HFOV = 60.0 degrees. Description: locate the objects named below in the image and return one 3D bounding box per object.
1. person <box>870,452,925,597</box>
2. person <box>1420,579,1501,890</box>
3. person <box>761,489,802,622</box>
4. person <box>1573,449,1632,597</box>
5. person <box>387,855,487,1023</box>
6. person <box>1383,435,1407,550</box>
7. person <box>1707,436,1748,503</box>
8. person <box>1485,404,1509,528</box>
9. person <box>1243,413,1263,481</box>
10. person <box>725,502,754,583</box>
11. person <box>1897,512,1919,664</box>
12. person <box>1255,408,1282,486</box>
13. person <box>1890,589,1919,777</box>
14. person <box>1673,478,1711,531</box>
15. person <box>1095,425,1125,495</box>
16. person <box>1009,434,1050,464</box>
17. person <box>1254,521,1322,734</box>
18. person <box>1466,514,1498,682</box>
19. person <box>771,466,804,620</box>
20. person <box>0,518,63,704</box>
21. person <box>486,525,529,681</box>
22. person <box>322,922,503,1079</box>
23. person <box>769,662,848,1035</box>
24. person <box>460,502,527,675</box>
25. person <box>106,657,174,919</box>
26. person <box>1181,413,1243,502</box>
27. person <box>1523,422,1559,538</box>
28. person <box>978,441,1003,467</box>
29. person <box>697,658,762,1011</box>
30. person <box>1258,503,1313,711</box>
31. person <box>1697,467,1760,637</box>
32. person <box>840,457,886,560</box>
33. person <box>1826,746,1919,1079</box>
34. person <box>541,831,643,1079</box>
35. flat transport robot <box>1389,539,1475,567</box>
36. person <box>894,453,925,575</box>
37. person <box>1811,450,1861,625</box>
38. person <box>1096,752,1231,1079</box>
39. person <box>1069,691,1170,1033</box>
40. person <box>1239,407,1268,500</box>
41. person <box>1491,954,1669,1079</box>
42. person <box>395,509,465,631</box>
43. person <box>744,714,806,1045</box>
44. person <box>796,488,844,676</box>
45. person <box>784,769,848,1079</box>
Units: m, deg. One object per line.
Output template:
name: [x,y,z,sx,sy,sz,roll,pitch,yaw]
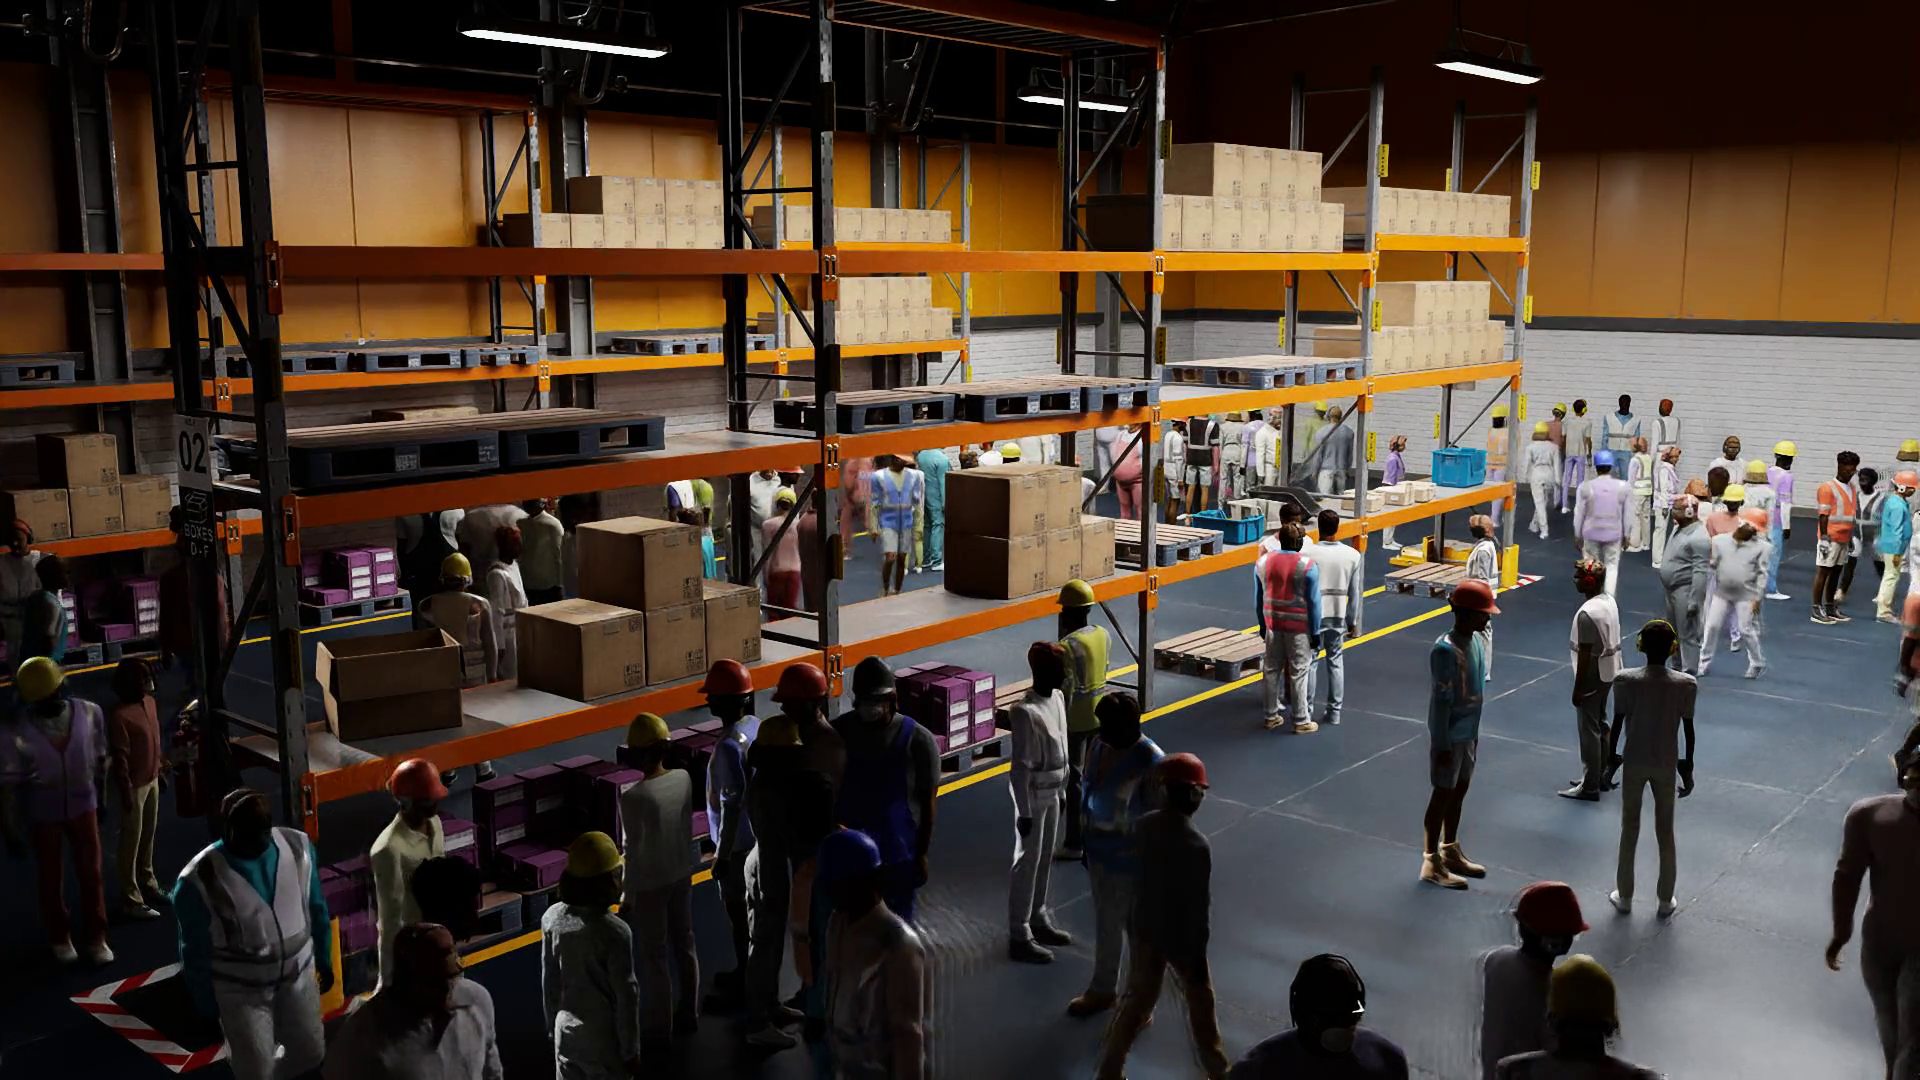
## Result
person: [-0.718,-0.157,19.332,0.602,2.010,0.589,-4,10,-20]
person: [3.274,1.253,10.851,0.406,2.032,0.610,7,12,38]
person: [-1.807,0.337,17.229,0.539,1.703,0.740,-4,10,-20]
person: [7.345,-0.073,19.048,0.631,1.927,0.457,2,10,14]
person: [-1.878,2.090,6.196,1.025,1.900,0.603,-1,10,-7]
person: [6.132,-0.670,23.511,0.319,1.631,0.524,3,10,16]
person: [9.910,-0.436,21.515,0.501,1.839,0.347,-1,10,-4]
person: [8.245,-1.126,25.392,0.572,1.910,0.610,-3,10,-18]
person: [4.707,-1.210,26.536,0.540,1.695,0.317,-5,11,-26]
person: [-2.312,0.344,17.428,0.307,1.639,0.525,2,10,9]
person: [9.743,0.369,16.657,0.794,1.843,0.607,-6,11,-33]
person: [4.705,-1.039,24.942,0.653,1.896,0.400,-7,12,-38]
person: [7.443,0.991,12.643,0.648,1.942,0.417,-2,10,-13]
person: [8.308,0.112,18.851,0.499,1.627,0.281,-1,10,-8]
person: [2.607,-1.799,29.024,0.535,2.000,0.694,-8,13,-41]
person: [1.086,-1.225,26.077,0.647,1.885,1.009,1,10,4]
person: [2.851,0.754,14.380,0.621,1.845,0.429,8,12,40]
person: [5.053,0.562,16.131,0.312,1.636,0.520,3,10,20]
person: [-1.908,0.029,18.421,0.379,1.937,0.548,-3,10,-15]
person: [-8.052,0.743,14.347,0.578,1.879,0.370,-3,10,-15]
person: [-3.767,0.802,13.994,0.413,1.878,0.593,-1,10,-4]
person: [-1.820,2.193,5.688,0.400,1.886,0.658,7,12,36]
person: [-0.788,1.618,8.813,0.414,1.986,0.637,-5,11,-29]
person: [-4.612,0.281,16.605,0.687,2.000,1.060,-4,10,-21]
person: [-5.111,1.528,10.374,0.279,1.634,0.497,0,10,0]
person: [4.245,-1.583,28.090,1.048,1.930,0.599,-1,10,-3]
person: [8.636,-0.898,24.704,0.494,1.688,0.950,0,10,-1]
person: [0.383,-0.533,22.035,0.389,1.850,0.566,4,10,23]
person: [-1.239,1.596,9.066,0.354,1.939,0.544,1,10,6]
person: [2.951,0.600,15.118,0.598,1.907,0.408,-6,11,-30]
person: [8.261,0.142,18.002,0.993,1.853,0.658,0,10,3]
person: [-1.313,-0.627,22.573,0.917,1.874,0.649,-3,10,-18]
person: [4.426,1.844,7.734,0.632,1.902,0.985,9,13,42]
person: [-1.508,2.054,6.907,0.486,1.744,0.311,6,11,32]
flat transport robot: [6.485,0.188,22.437,1.431,0.197,0.652,-8,13,-41]
person: [-0.681,-0.359,21.640,0.497,1.633,0.279,-6,11,-32]
person: [9.885,-0.035,18.739,0.602,1.958,0.381,-6,11,-32]
person: [1.013,1.886,8.066,0.812,1.698,0.628,-5,11,-25]
person: [0.845,1.689,8.813,0.430,1.839,0.623,-6,11,-32]
person: [4.589,-1.220,25.954,0.591,1.915,0.400,-7,12,-34]
person: [2.076,2.252,5.577,0.615,1.799,0.831,4,10,23]
person: [-5.338,0.244,16.831,0.683,2.000,0.536,-4,10,-21]
person: [-0.960,1.758,8.712,0.322,1.737,0.487,1,10,3]
person: [-1.355,0.399,16.347,0.397,1.901,0.642,-5,11,-28]
person: [-0.573,1.915,7.237,0.391,1.914,0.587,0,10,-3]
